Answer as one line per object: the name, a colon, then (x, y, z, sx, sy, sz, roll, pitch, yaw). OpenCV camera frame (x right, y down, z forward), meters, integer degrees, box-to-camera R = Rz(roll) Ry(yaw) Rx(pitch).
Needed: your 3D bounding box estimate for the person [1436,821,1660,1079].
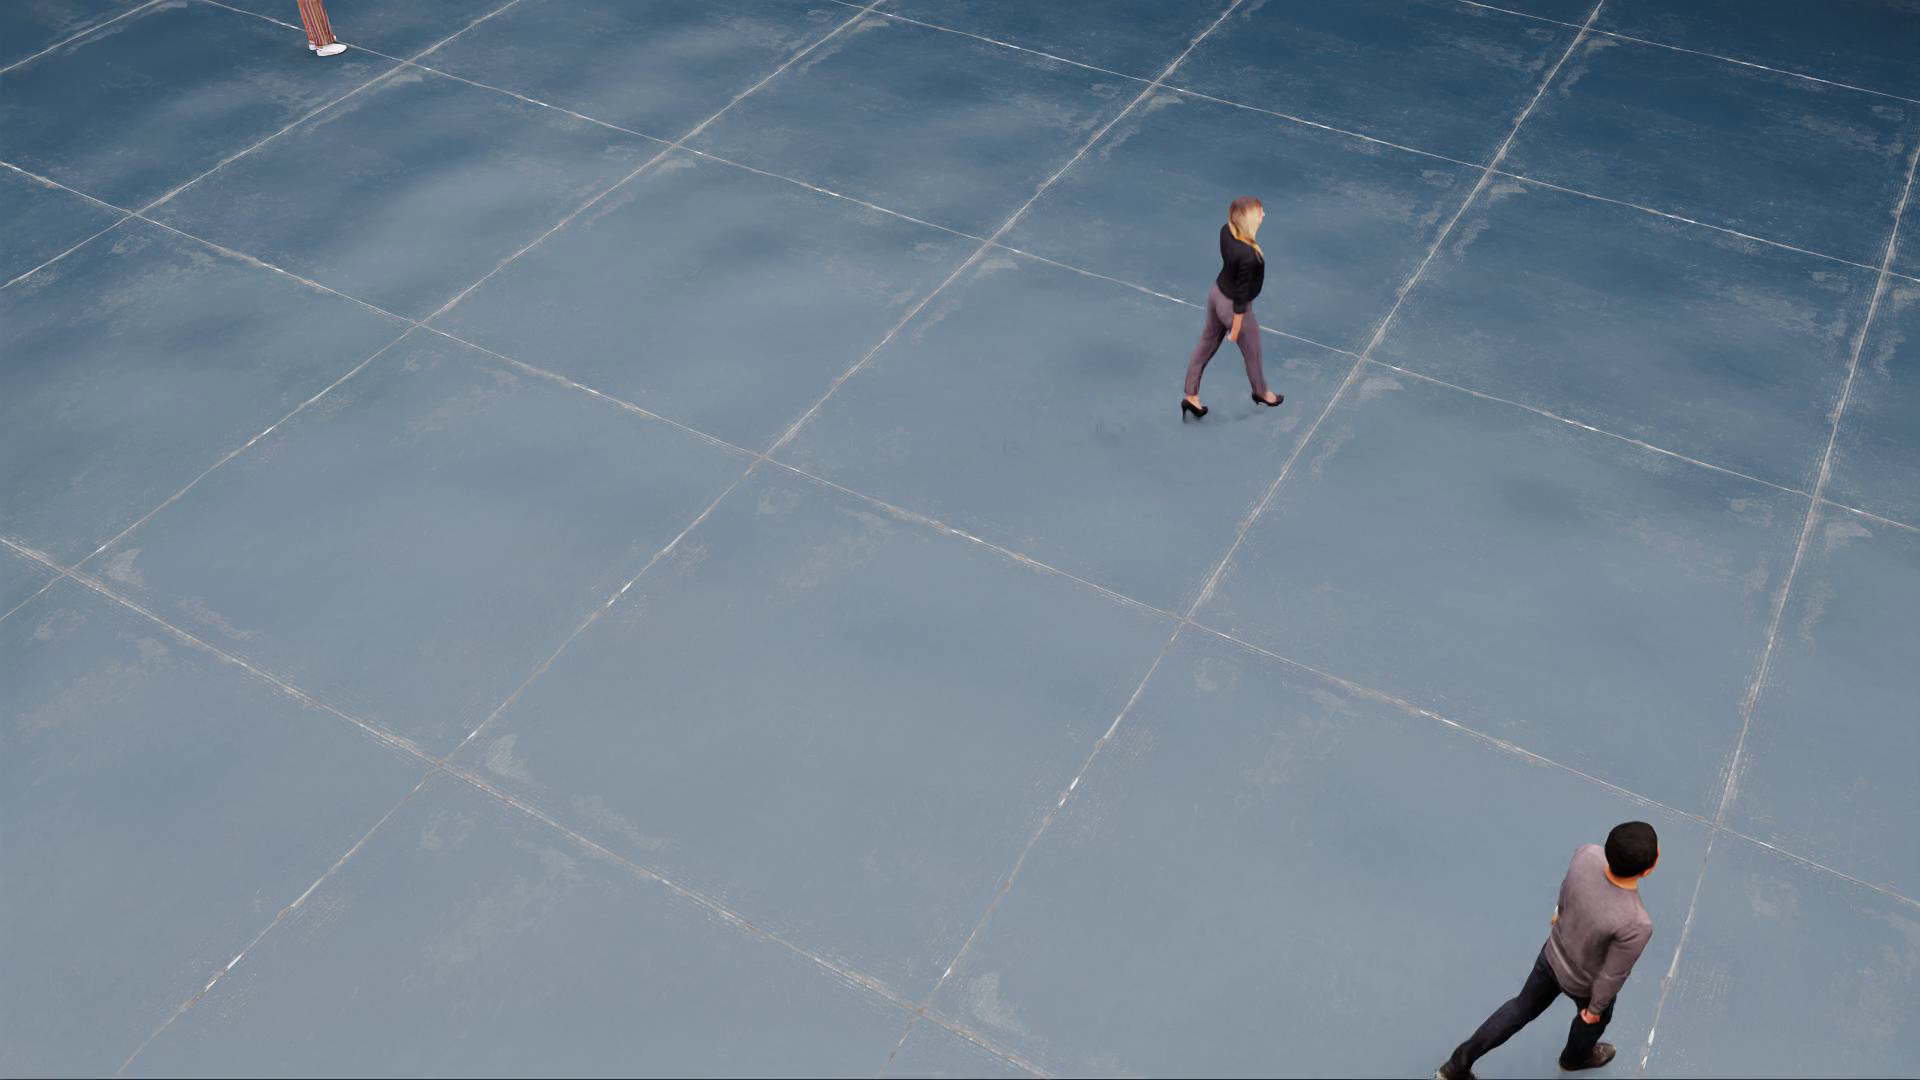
person: (2.494, 1.796, 6.958, 1.208, 1.735, 1.120, 27, 49, 26)

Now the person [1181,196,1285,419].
person: (1.630, -1.431, 10.578, 1.016, 1.646, 0.929, -14, 44, -15)

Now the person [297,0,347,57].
person: (-5.797, -5.060, 14.639, 0.654, 1.557, 0.643, -24, 47, -24)
